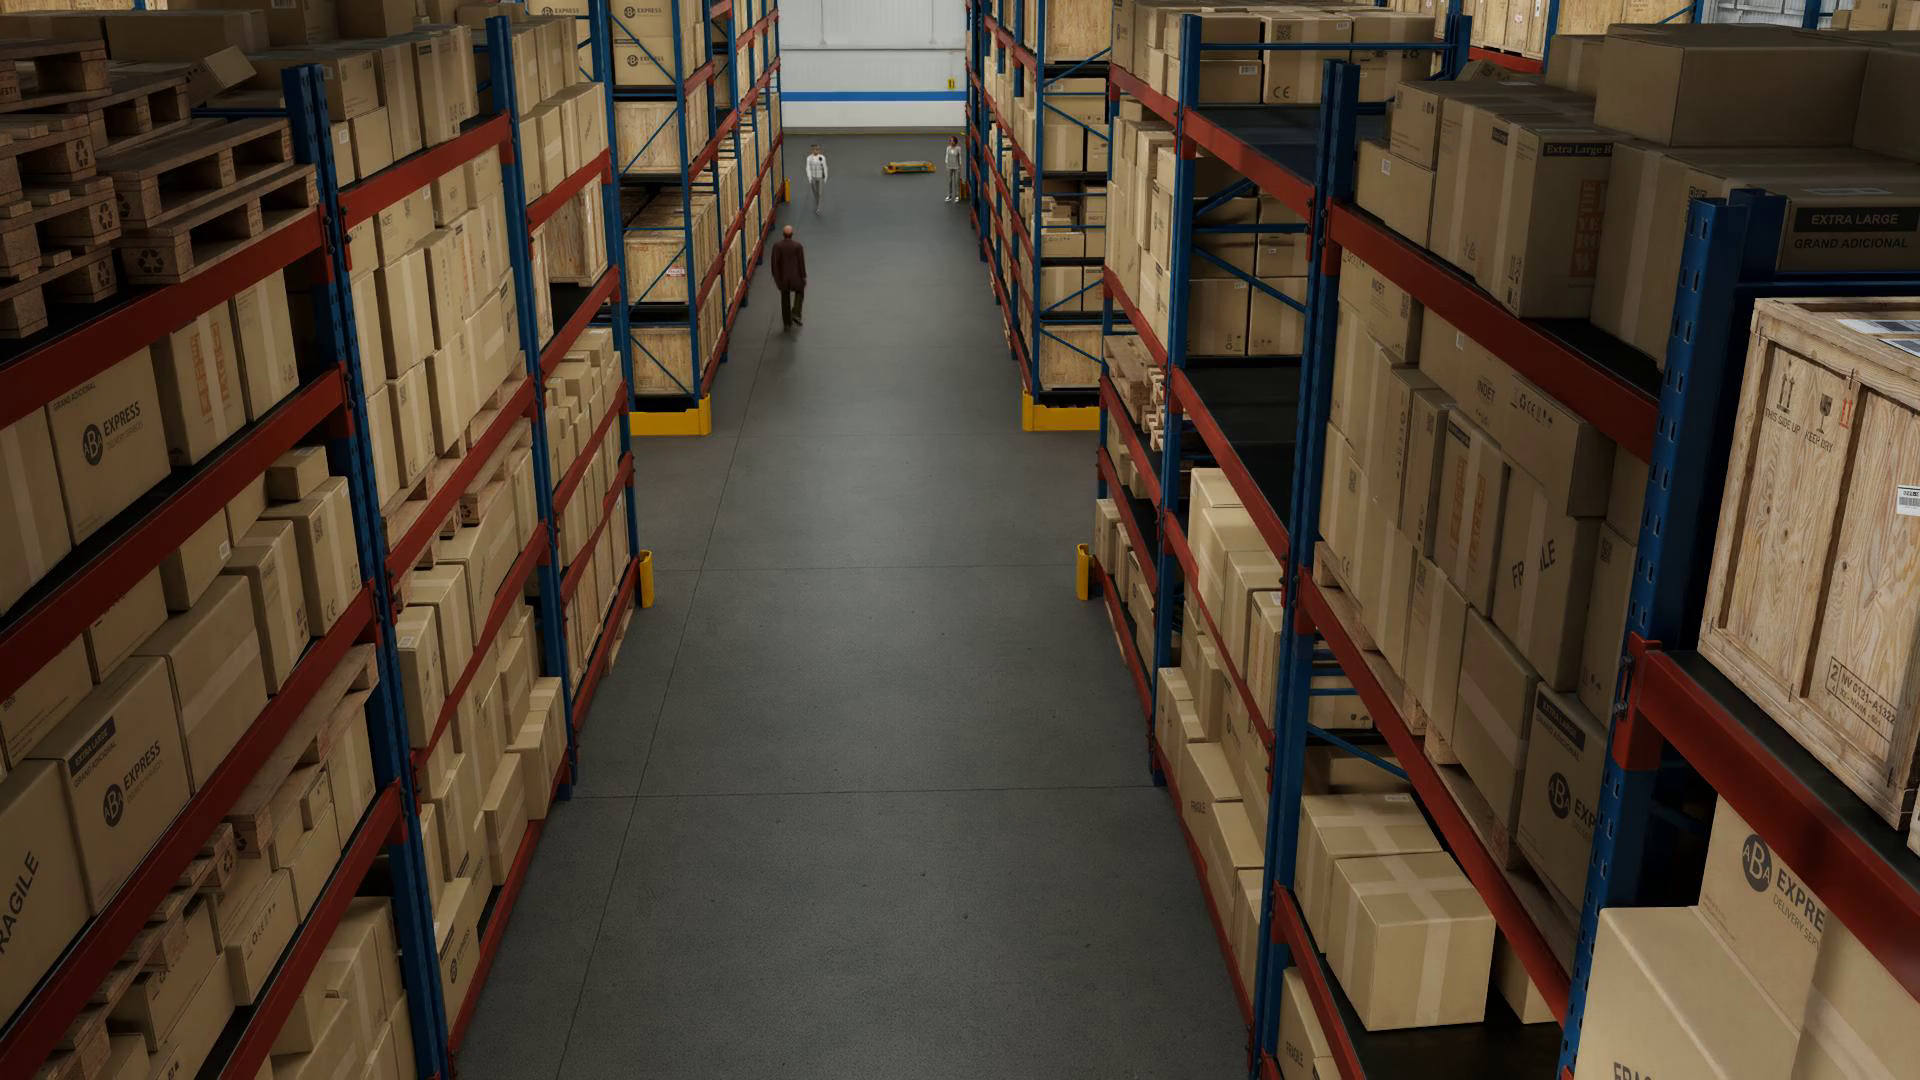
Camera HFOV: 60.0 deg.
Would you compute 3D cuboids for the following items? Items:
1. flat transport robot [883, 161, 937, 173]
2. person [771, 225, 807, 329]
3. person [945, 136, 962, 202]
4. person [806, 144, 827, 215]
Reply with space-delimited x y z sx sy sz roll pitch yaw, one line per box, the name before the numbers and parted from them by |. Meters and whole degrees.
flat transport robot | -1.409 -10.487 46.838 1.431 0.264 0.659 -6 21 -15
person | -2.922 -4.527 28.549 0.615 1.778 0.509 0 20 0
person | -0.167 -9.297 41.644 0.410 1.603 0.314 4 21 9
person | -3.432 -8.598 39.646 0.477 1.649 0.768 2 21 5
